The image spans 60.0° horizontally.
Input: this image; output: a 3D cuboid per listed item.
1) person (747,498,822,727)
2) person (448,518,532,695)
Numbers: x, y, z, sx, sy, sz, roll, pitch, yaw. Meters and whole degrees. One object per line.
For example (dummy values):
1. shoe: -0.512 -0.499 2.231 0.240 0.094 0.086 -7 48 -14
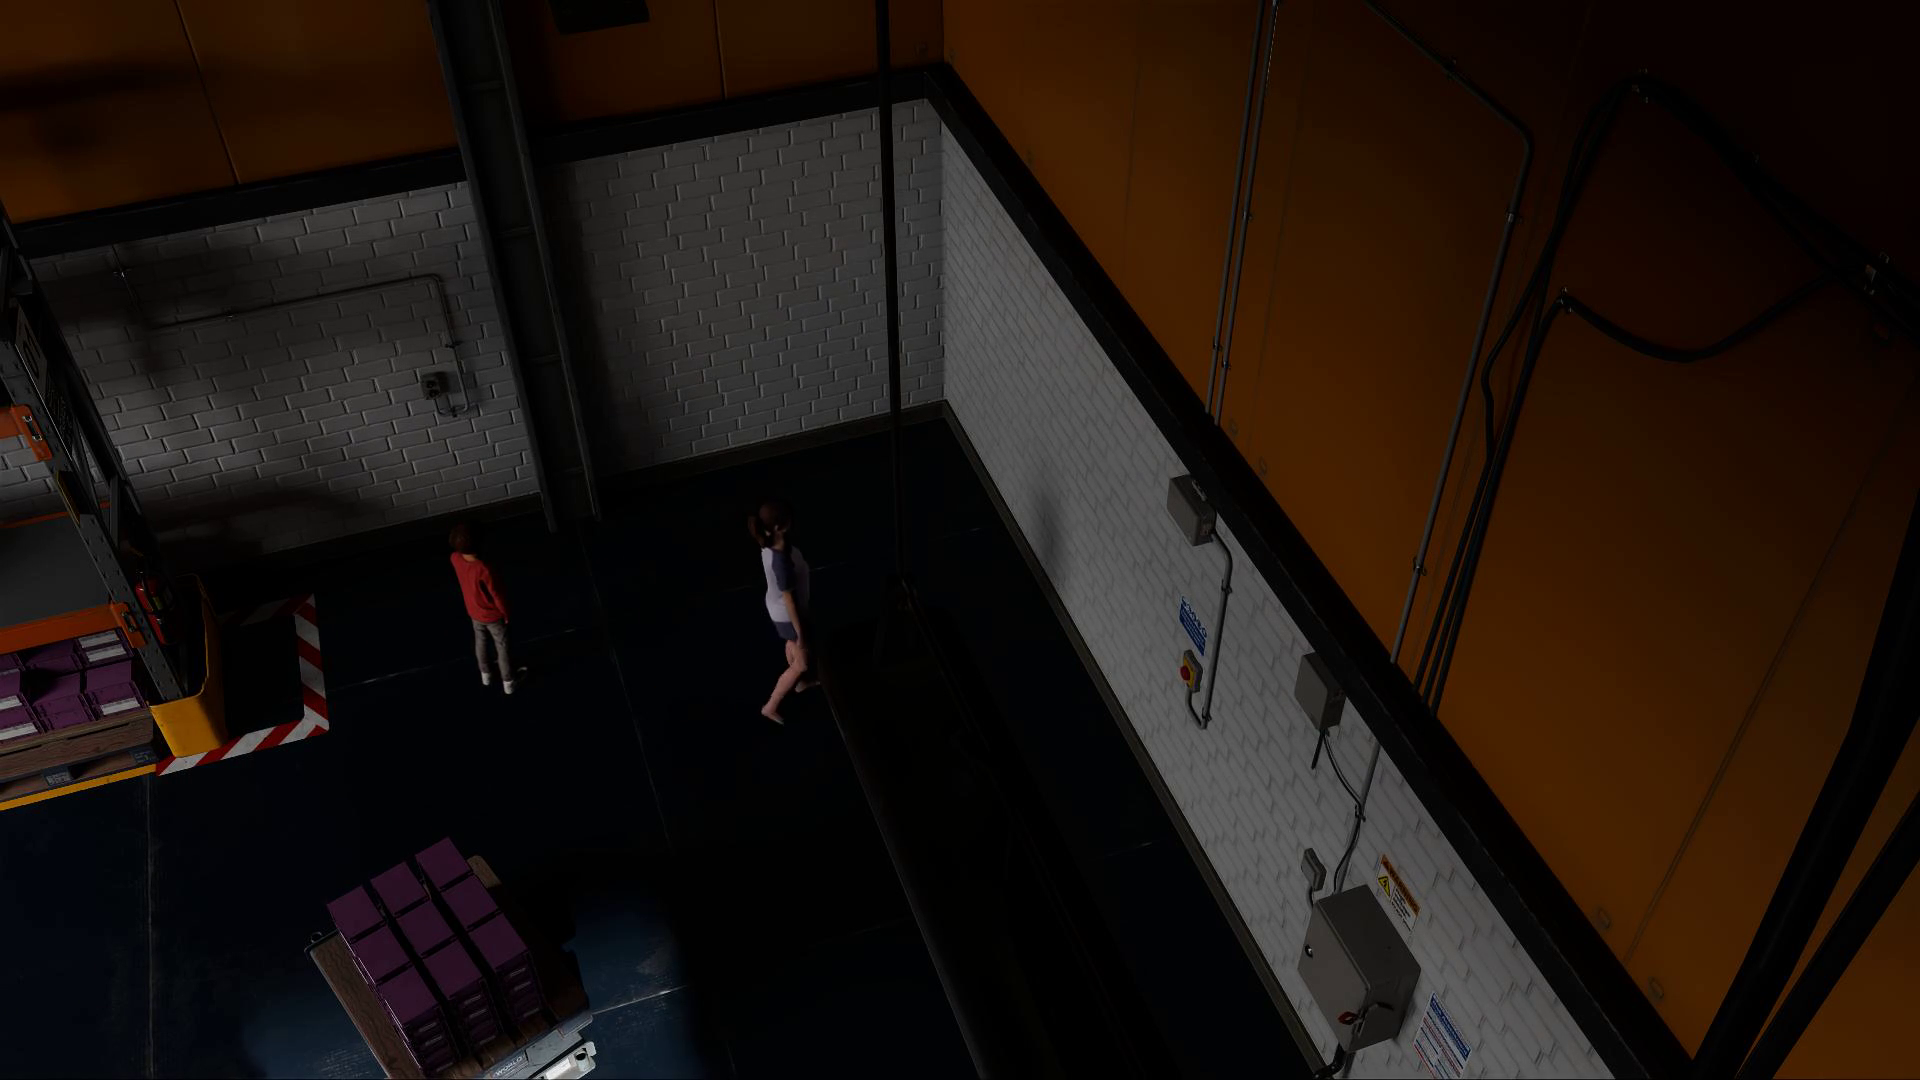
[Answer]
1. person: -1.109 0.444 10.404 0.723 1.764 0.584 -14 45 -14
2. person: -3.047 0.432 10.667 0.580 1.417 0.624 23 48 22
